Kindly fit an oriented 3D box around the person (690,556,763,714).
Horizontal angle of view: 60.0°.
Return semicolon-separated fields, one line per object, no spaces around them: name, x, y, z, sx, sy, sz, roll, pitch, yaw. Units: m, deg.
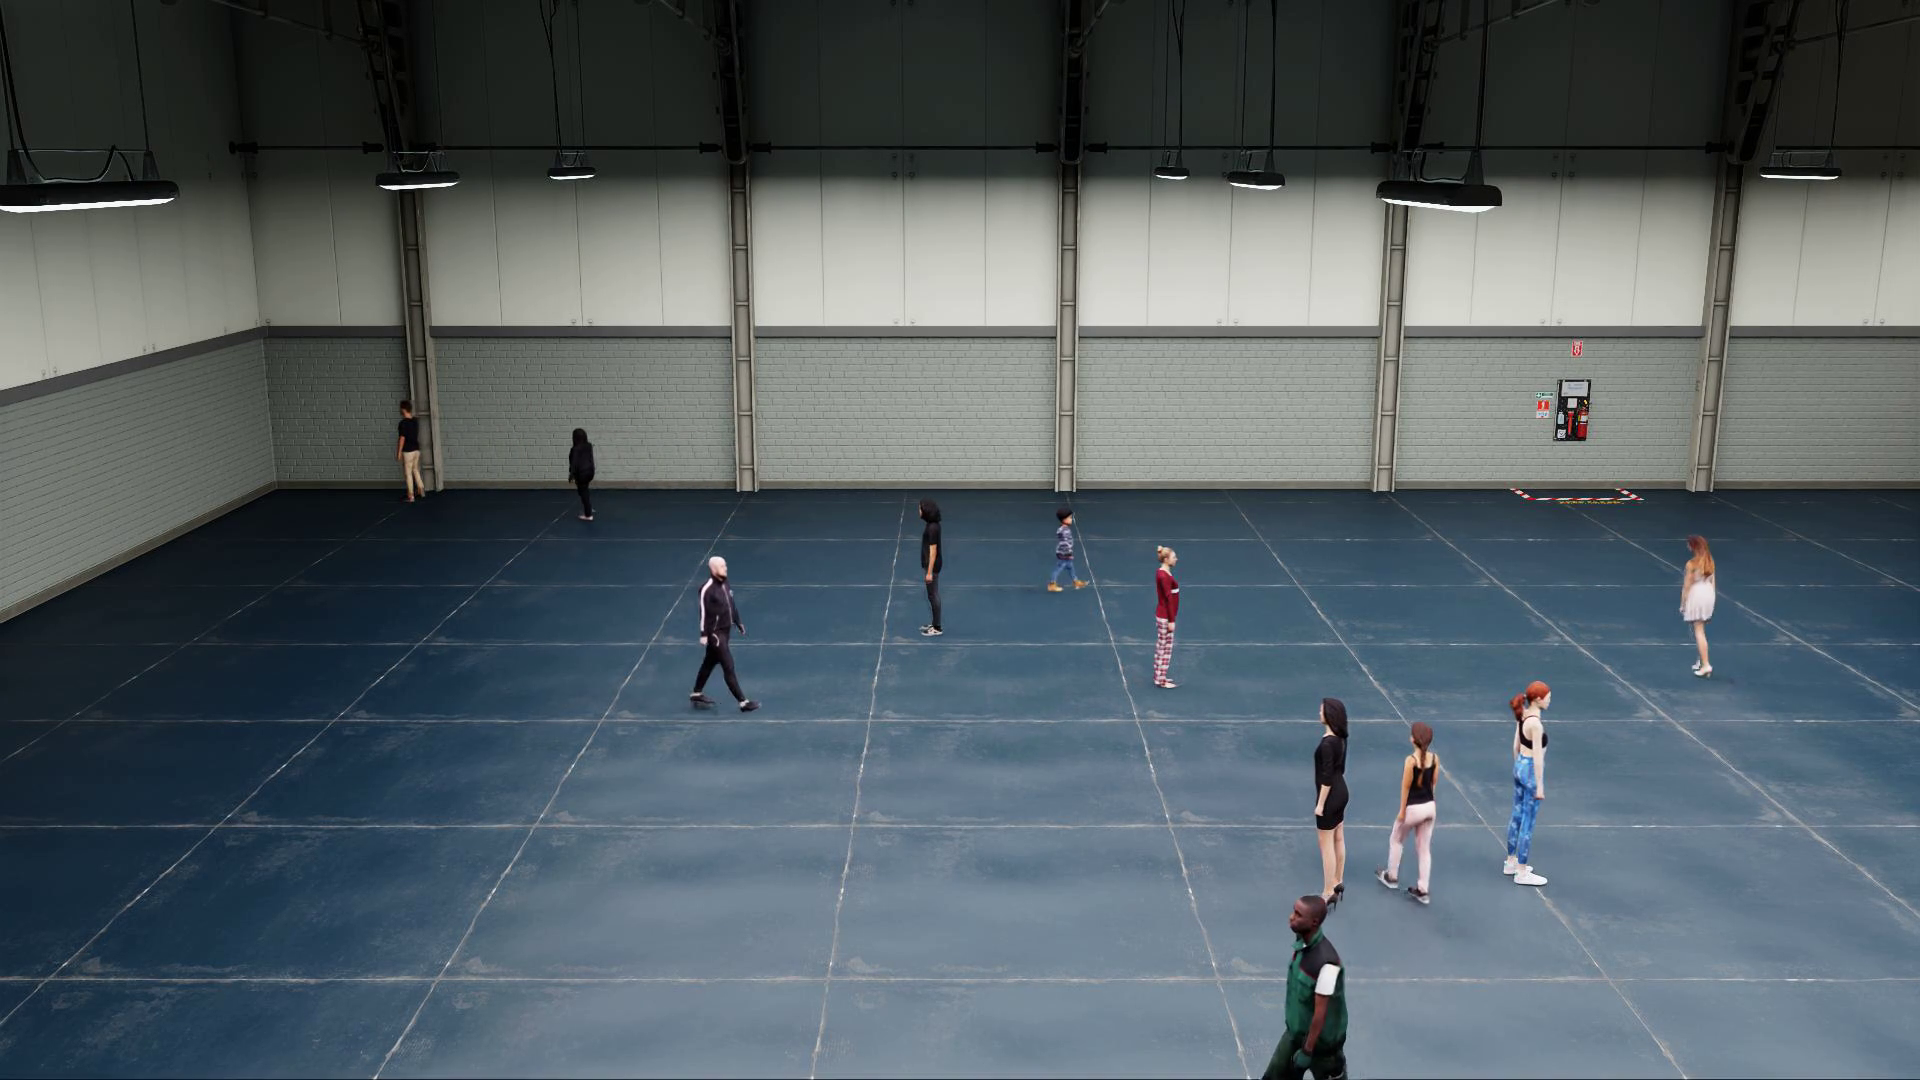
person;-2.813;1.081;18.751;1.307;1.775;0.978;5;14;20

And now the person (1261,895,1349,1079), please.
person;2.265;3.058;10.188;1.306;1.787;0.875;-3;13;-12

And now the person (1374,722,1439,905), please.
person;3.878;2.311;13.961;0.842;1.539;0.780;-5;14;-19

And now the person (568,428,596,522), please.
person;-6.401;-1.110;28.598;0.741;1.600;0.736;4;14;18

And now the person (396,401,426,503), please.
person;-9.932;-1.610;30.199;0.716;1.853;0.765;4;14;16

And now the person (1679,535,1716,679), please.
person;8.932;0.812;20.004;0.697;1.734;0.762;-2;13;-10

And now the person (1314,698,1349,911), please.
person;3.094;2.195;13.878;0.690;1.802;0.676;9;16;33

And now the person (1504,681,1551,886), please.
person;4.914;2.084;14.389;0.601;1.788;0.583;-1;13;-5

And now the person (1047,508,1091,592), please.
person;1.447;0.163;23.944;0.830;1.220;0.532;1;13;3

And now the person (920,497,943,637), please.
person;-0.362;0.329;21.870;0.523;1.834;0.645;1;13;3

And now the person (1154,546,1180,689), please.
person;2.440;0.897;19.721;0.480;1.696;0.610;0;13;0
